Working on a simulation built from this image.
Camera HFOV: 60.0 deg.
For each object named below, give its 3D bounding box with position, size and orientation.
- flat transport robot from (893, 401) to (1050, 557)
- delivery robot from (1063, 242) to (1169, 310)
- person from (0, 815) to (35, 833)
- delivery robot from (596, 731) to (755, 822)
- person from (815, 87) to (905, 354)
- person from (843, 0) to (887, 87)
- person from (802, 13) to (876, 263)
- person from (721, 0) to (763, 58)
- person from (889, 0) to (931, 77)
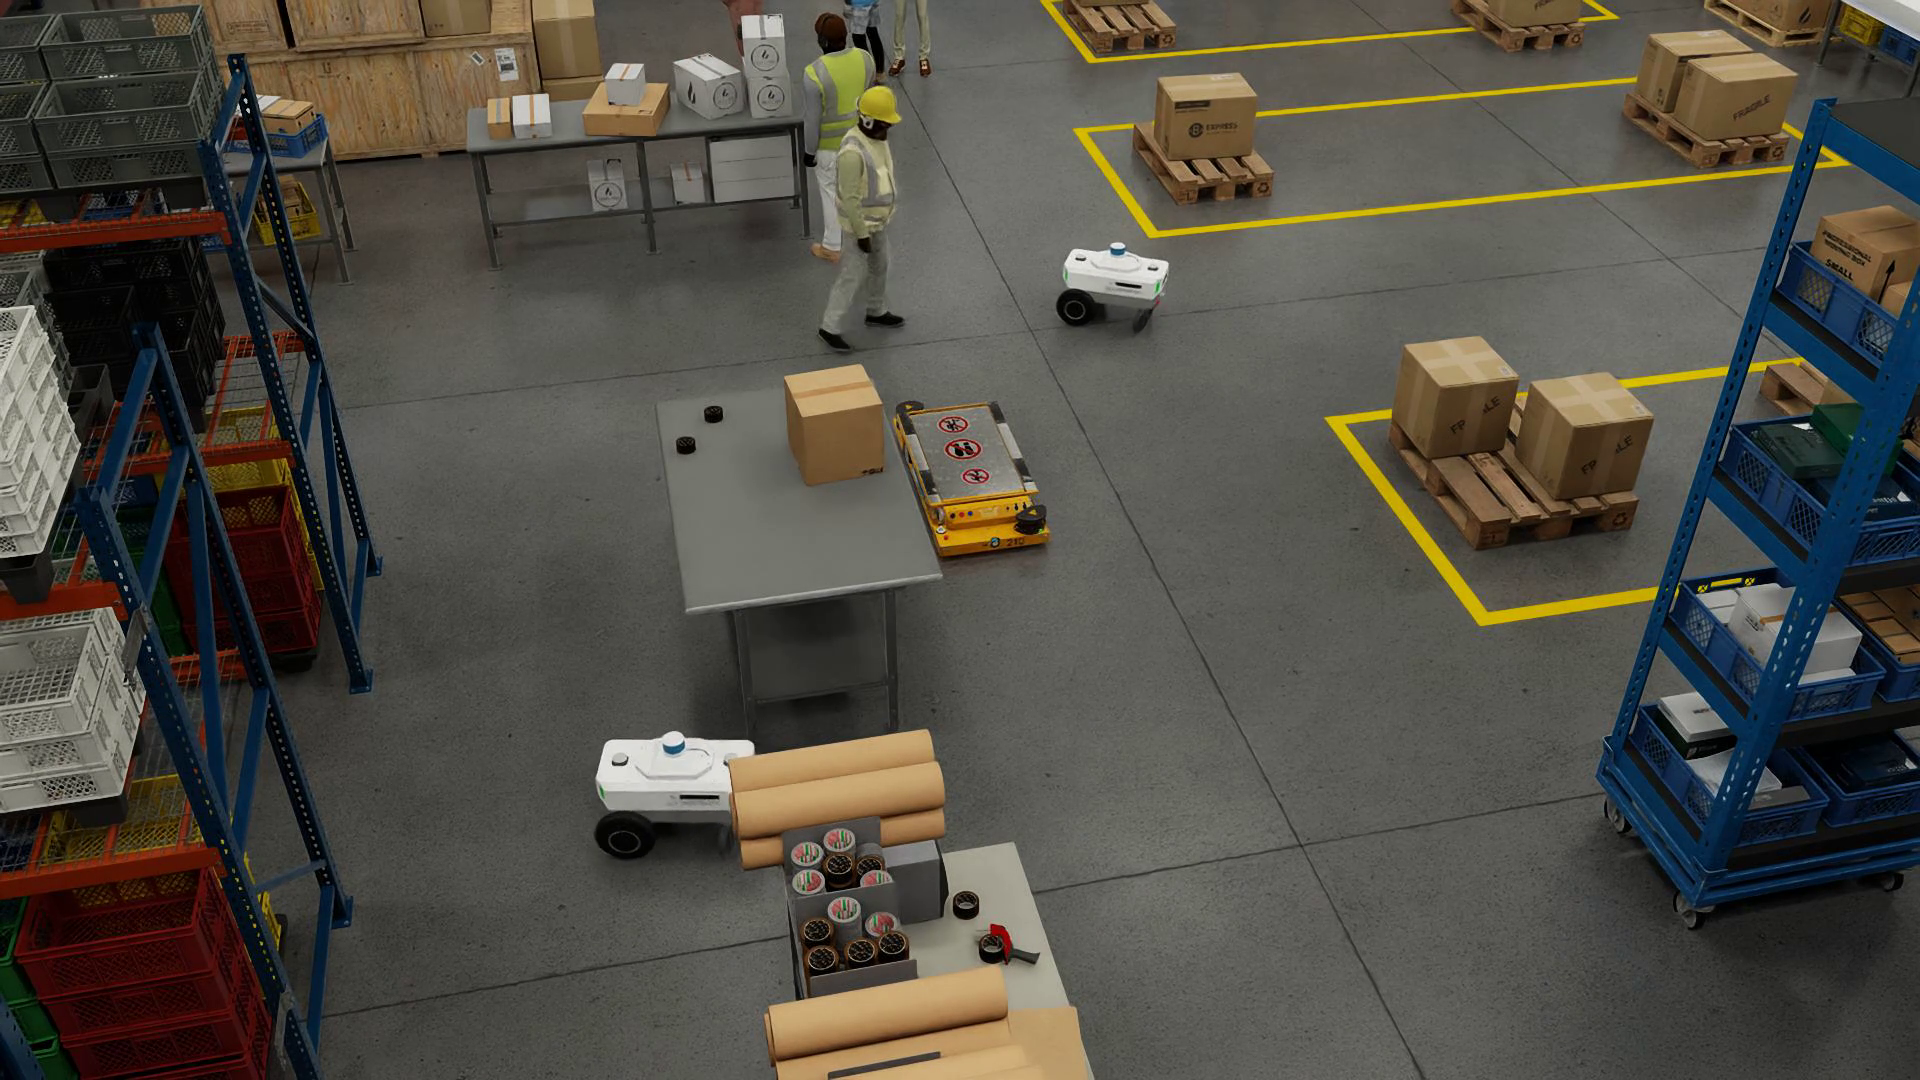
[{"bbox_3d":[0.046,-0.430,10.108,0.652,0.197,1.431,-8,37,-10],"label":"flat transport robot"},{"bbox_3d":[1.100,-1.859,11.717,0.707,0.478,0.477,10,38,13],"label":"delivery robot"},{"bbox_3d":[-4.731,0.612,7.356,0.990,1.890,0.658,-8,37,-11],"label":"person"},{"bbox_3d":[-1.310,1.099,7.741,0.707,0.478,0.477,0,37,0],"label":"delivery robot"},{"bbox_3d":[-0.671,-2.153,11.151,0.542,1.804,0.761,12,38,16],"label":"person"},{"bbox_3d":[-0.871,-4.849,14.874,0.320,1.686,0.537,18,40,23],"label":"person"},{"bbox_3d":[-0.903,-2.941,12.179,0.627,1.842,0.429,-30,46,-34],"label":"person"},{"bbox_3d":[-1.892,-4.575,14.324,0.402,1.904,0.639,-4,37,-5],"label":"person"},{"bbox_3d":[-0.448,-5.172,15.149,0.513,1.876,0.328,3,37,5],"label":"person"}]
